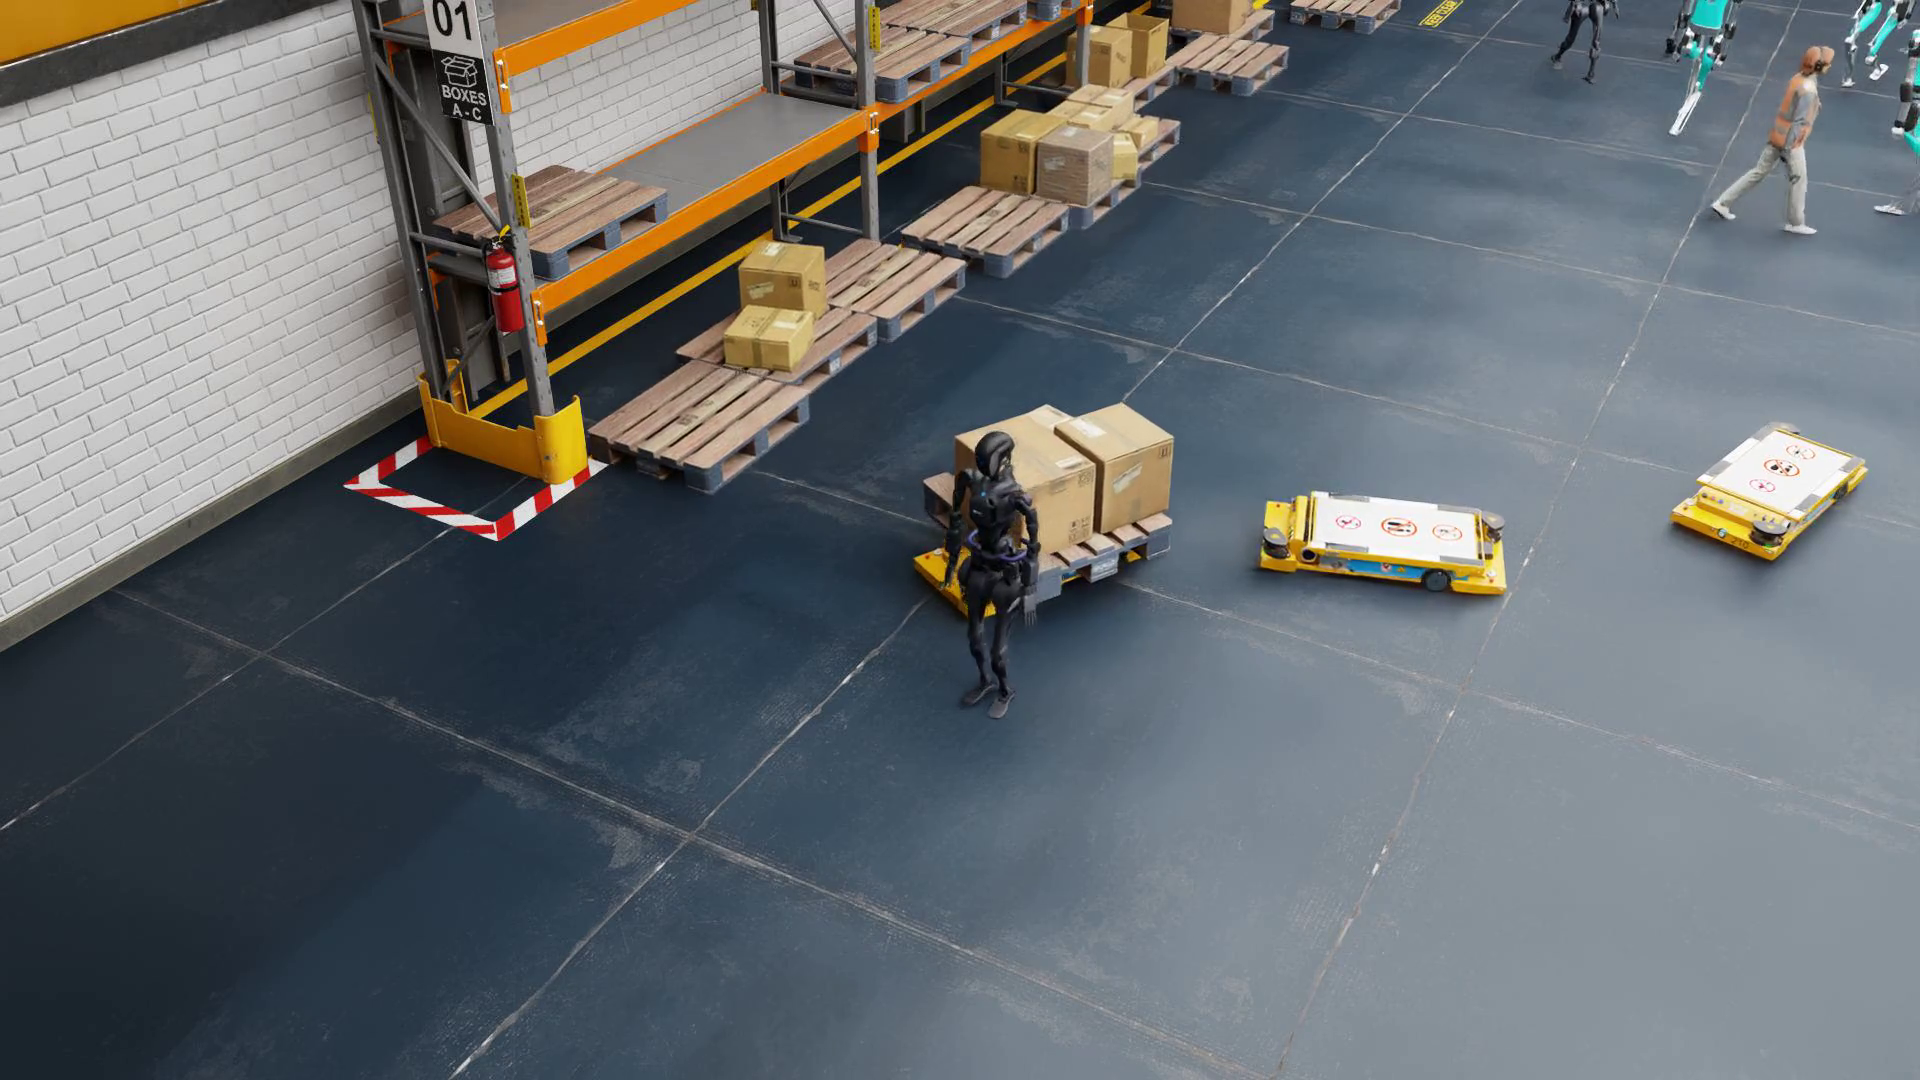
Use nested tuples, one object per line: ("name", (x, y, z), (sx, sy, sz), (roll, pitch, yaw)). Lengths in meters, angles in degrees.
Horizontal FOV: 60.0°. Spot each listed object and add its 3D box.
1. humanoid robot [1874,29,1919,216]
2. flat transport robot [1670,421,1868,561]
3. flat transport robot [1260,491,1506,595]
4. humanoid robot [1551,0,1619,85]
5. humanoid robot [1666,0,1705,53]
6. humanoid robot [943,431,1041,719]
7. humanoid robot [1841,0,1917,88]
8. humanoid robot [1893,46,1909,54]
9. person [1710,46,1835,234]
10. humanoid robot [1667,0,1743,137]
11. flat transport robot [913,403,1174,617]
("humanoid robot", (8.319, -3.531, 14.251), (0.550, 1.892, 0.724), (-25, 41, -33))
("flat transport robot", (5.210, -0.336, 10.656), (1.431, 0.231, 0.659), (-28, 43, -35))
("flat transport robot", (2.576, 0.008, 10.135), (1.431, 0.231, 0.659), (7, 34, 10))
("humanoid robot", (6.647, -5.706, 17.541), (0.590, 1.641, 0.740), (-6, 34, -9))
("humanoid robot", (8.166, -6.203, 18.289), (0.591, 1.635, 0.727), (25, 41, 33))
("humanoid robot", (0.161, 0.169, 8.610), (0.609, 1.648, 0.335), (24, 40, 31))
("humanoid robot", (9.445, -5.425, 17.038), (0.542, 1.722, 1.045), (28, 43, 35))
("humanoid robot", (10.716, -5.999, 17.921), (0.545, 1.793, 0.854), (-27, 42, -35))
("person", (6.968, -3.402, 14.090), (0.850, 1.597, 0.521), (7, 34, 10))
("humanoid robot", (7.247, -4.802, 16.136), (0.561, 1.753, 1.062), (21, 39, 29))
("flat transport robot", (0.493, 0.042, 10.085), (1.431, 0.231, 0.659), (-20, 38, -27))
